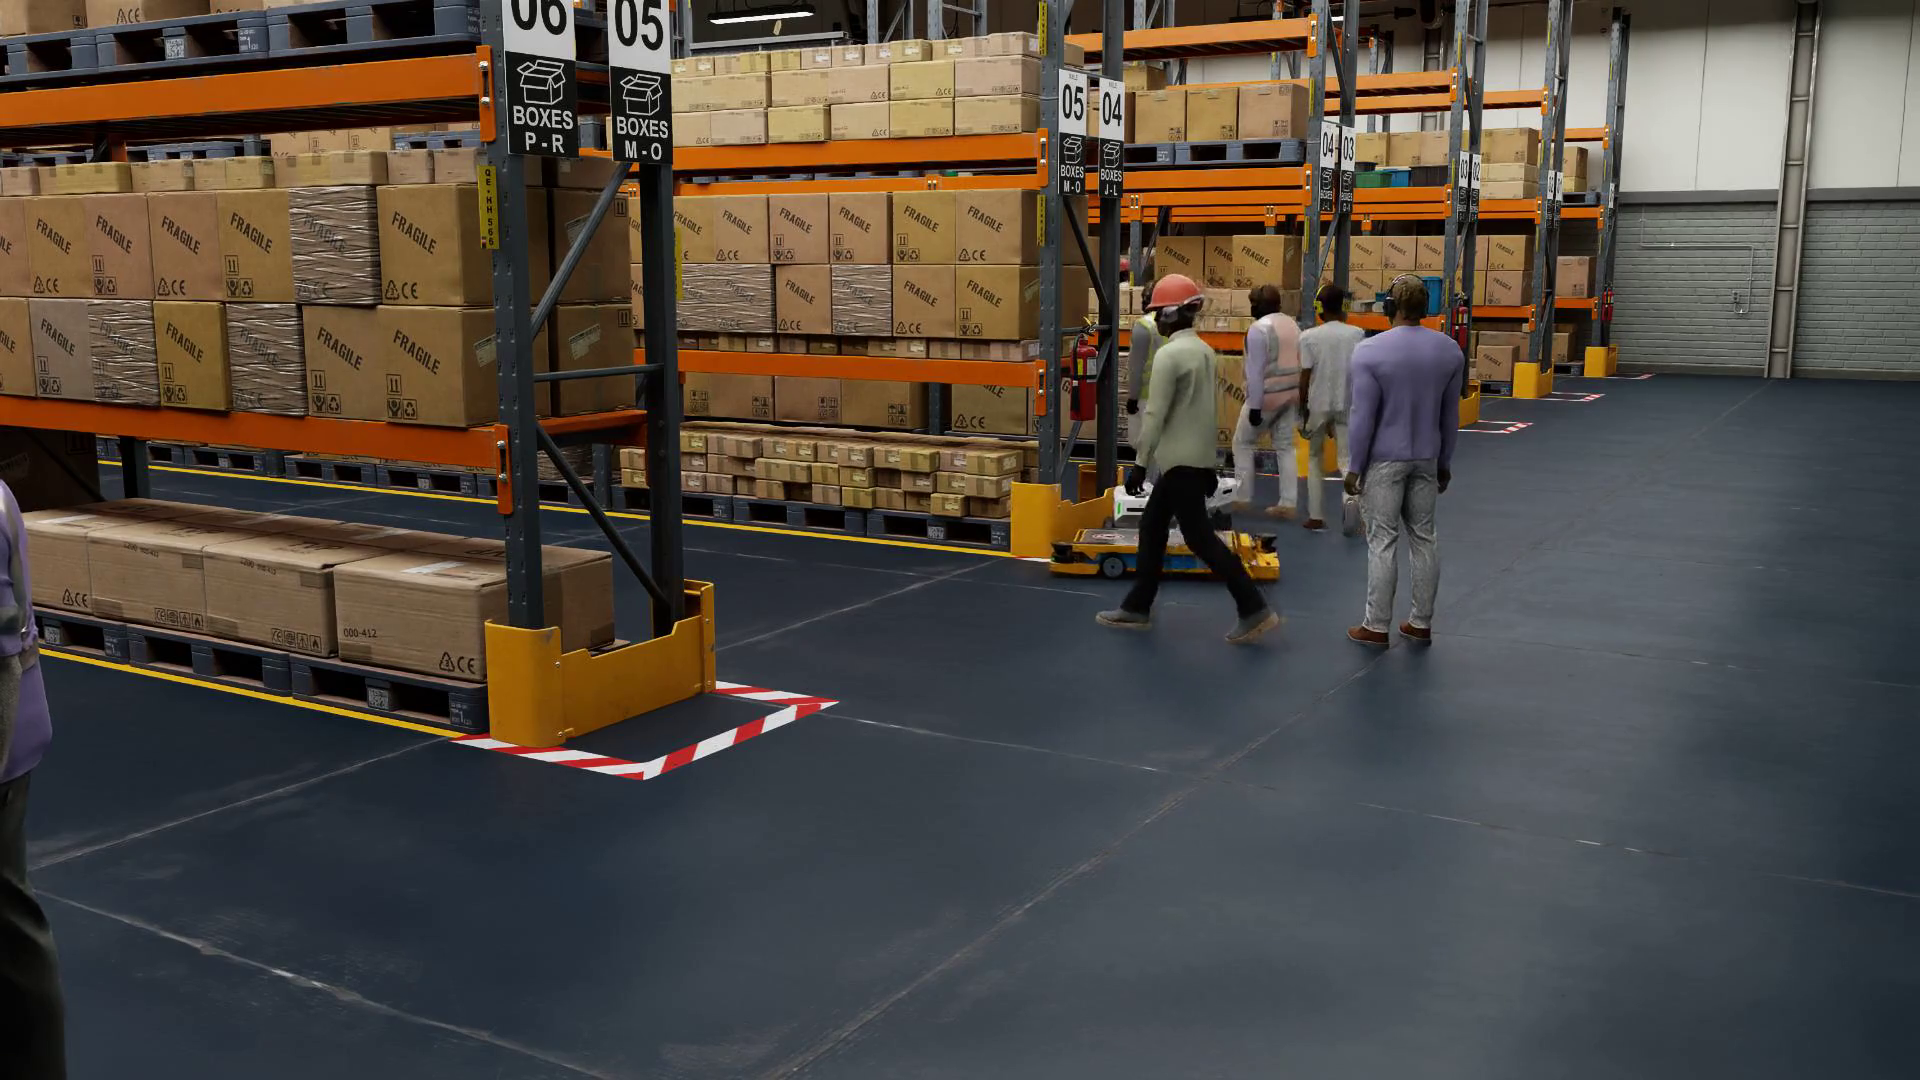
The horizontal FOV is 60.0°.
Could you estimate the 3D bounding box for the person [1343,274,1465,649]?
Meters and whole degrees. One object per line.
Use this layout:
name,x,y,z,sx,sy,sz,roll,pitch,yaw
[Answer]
person,2.280,-0.399,8.617,0.636,1.939,0.365,-3,10,-17

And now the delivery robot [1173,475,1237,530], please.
delivery robot,1.711,-0.315,11.899,0.477,0.478,0.707,6,11,30

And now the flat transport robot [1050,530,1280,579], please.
flat transport robot,1.319,0.077,10.705,1.431,0.197,0.652,1,10,8

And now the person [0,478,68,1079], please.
person,-2.191,0.460,3.622,0.369,1.928,0.586,-8,12,-38

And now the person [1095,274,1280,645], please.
person,1.235,-0.426,8.781,1.020,1.947,0.594,4,11,24

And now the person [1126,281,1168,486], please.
person,1.639,-1.198,13.608,0.589,1.831,0.630,8,13,41

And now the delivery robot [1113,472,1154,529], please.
delivery robot,1.225,-0.229,11.396,0.477,0.478,0.707,1,10,4

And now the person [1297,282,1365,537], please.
person,2.703,-0.935,12.030,0.531,1.844,0.779,-1,10,-4

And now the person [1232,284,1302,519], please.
person,2.327,-1.074,12.946,0.665,1.808,0.779,-9,13,-43

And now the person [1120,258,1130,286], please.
person,2.383,-3.054,23.987,1.014,2.008,0.608,5,11,28
